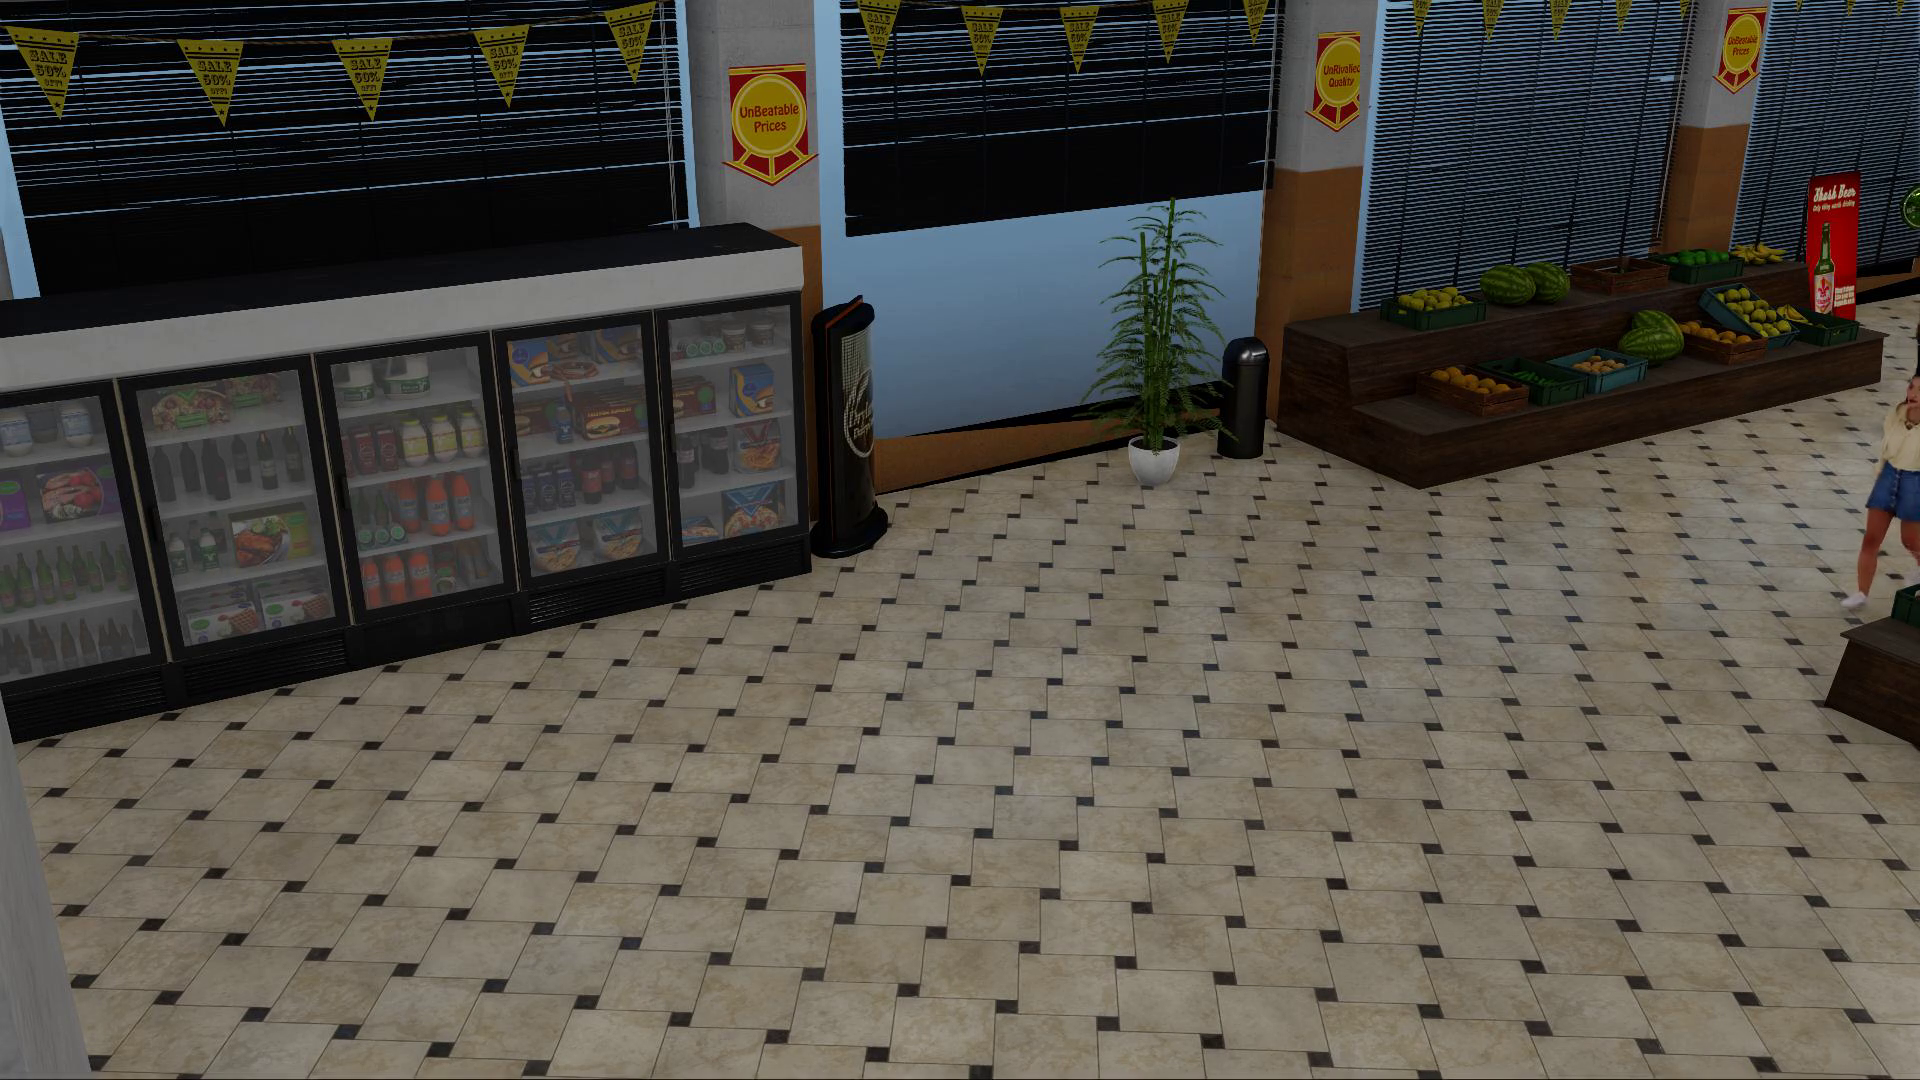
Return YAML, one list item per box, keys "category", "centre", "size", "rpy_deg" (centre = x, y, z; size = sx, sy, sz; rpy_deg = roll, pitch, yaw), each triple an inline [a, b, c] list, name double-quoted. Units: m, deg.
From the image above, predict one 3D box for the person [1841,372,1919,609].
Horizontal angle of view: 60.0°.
- category: "person"
  centre: [6.205, -0.321, 10.832]
  size: [1.056, 1.605, 0.633]
  rpy_deg: [-13, 25, -29]
